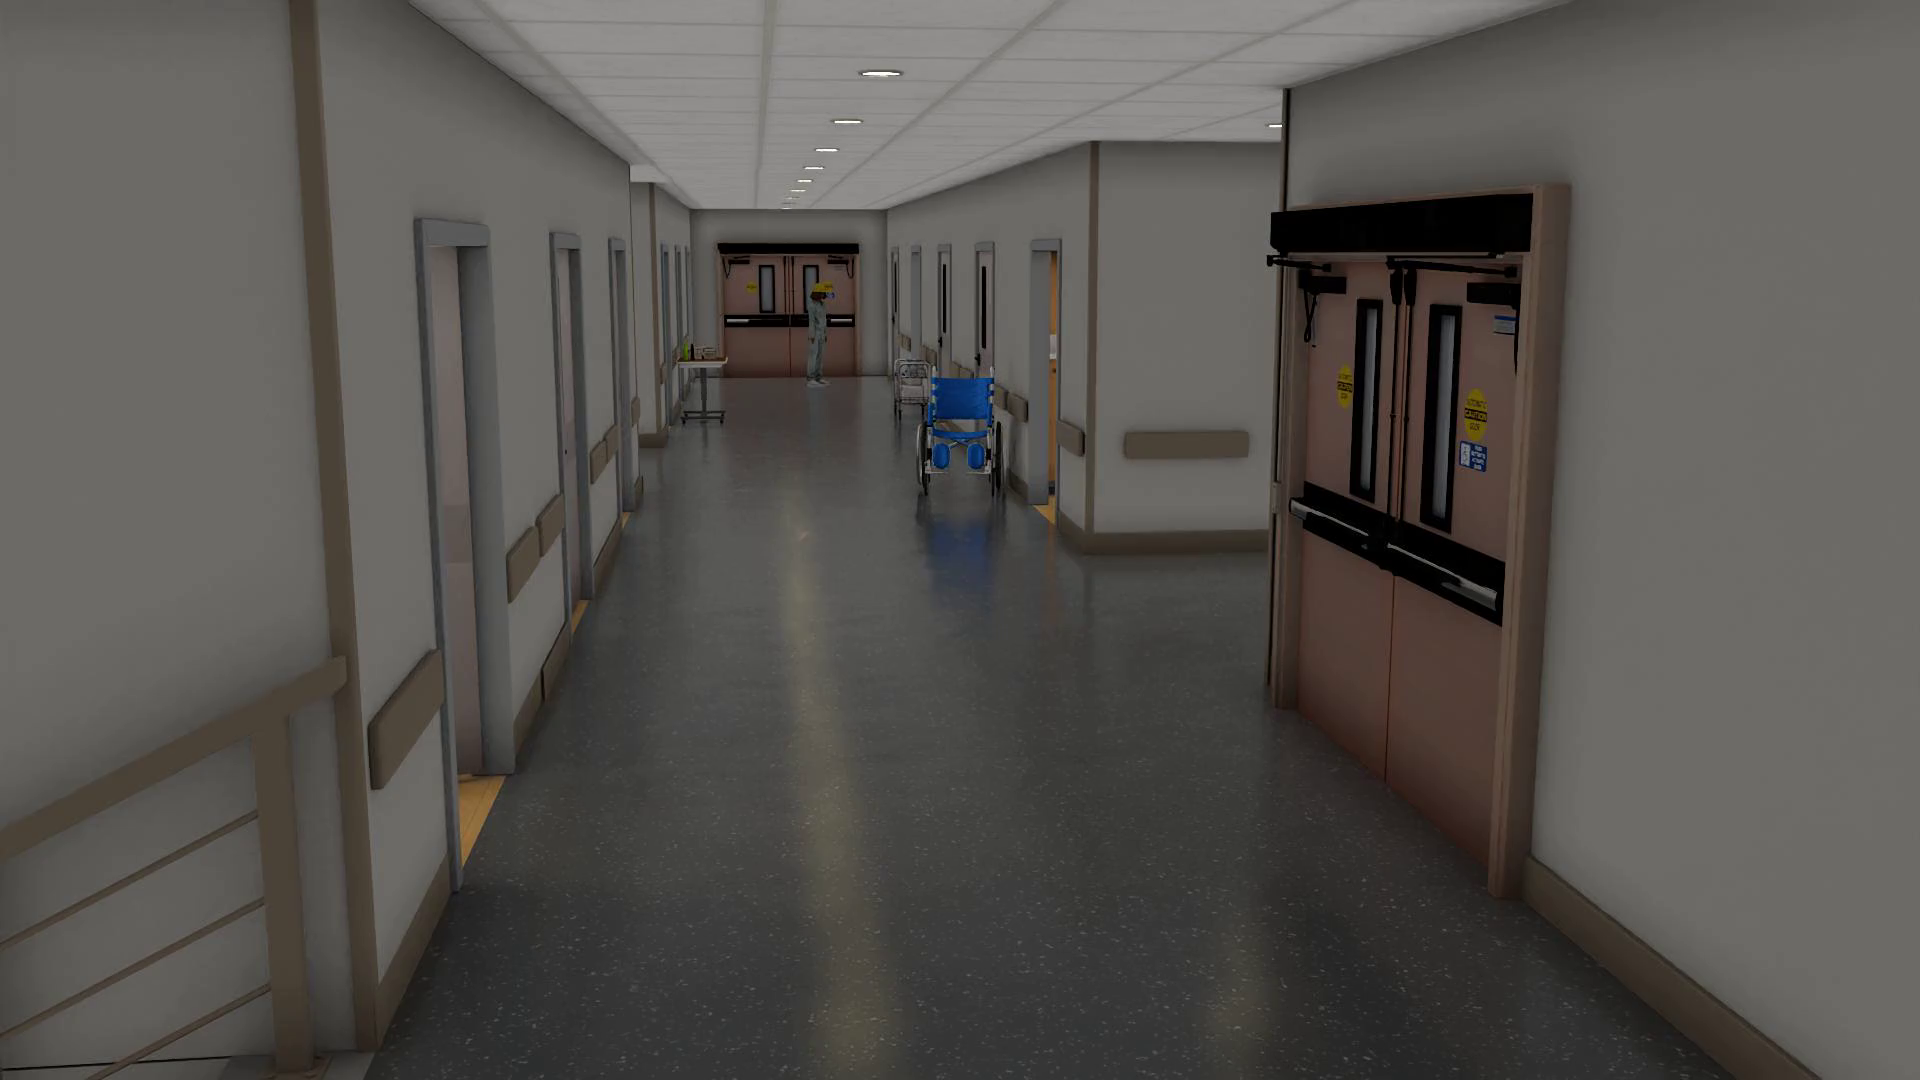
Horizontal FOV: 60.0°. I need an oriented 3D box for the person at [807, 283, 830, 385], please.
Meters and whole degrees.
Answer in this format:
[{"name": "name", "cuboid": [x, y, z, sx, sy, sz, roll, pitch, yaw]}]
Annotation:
[{"name": "person", "cuboid": [-2.408, -3.498, 28.302, 0.347, 1.735, 0.485, 5, 11, 25]}]
